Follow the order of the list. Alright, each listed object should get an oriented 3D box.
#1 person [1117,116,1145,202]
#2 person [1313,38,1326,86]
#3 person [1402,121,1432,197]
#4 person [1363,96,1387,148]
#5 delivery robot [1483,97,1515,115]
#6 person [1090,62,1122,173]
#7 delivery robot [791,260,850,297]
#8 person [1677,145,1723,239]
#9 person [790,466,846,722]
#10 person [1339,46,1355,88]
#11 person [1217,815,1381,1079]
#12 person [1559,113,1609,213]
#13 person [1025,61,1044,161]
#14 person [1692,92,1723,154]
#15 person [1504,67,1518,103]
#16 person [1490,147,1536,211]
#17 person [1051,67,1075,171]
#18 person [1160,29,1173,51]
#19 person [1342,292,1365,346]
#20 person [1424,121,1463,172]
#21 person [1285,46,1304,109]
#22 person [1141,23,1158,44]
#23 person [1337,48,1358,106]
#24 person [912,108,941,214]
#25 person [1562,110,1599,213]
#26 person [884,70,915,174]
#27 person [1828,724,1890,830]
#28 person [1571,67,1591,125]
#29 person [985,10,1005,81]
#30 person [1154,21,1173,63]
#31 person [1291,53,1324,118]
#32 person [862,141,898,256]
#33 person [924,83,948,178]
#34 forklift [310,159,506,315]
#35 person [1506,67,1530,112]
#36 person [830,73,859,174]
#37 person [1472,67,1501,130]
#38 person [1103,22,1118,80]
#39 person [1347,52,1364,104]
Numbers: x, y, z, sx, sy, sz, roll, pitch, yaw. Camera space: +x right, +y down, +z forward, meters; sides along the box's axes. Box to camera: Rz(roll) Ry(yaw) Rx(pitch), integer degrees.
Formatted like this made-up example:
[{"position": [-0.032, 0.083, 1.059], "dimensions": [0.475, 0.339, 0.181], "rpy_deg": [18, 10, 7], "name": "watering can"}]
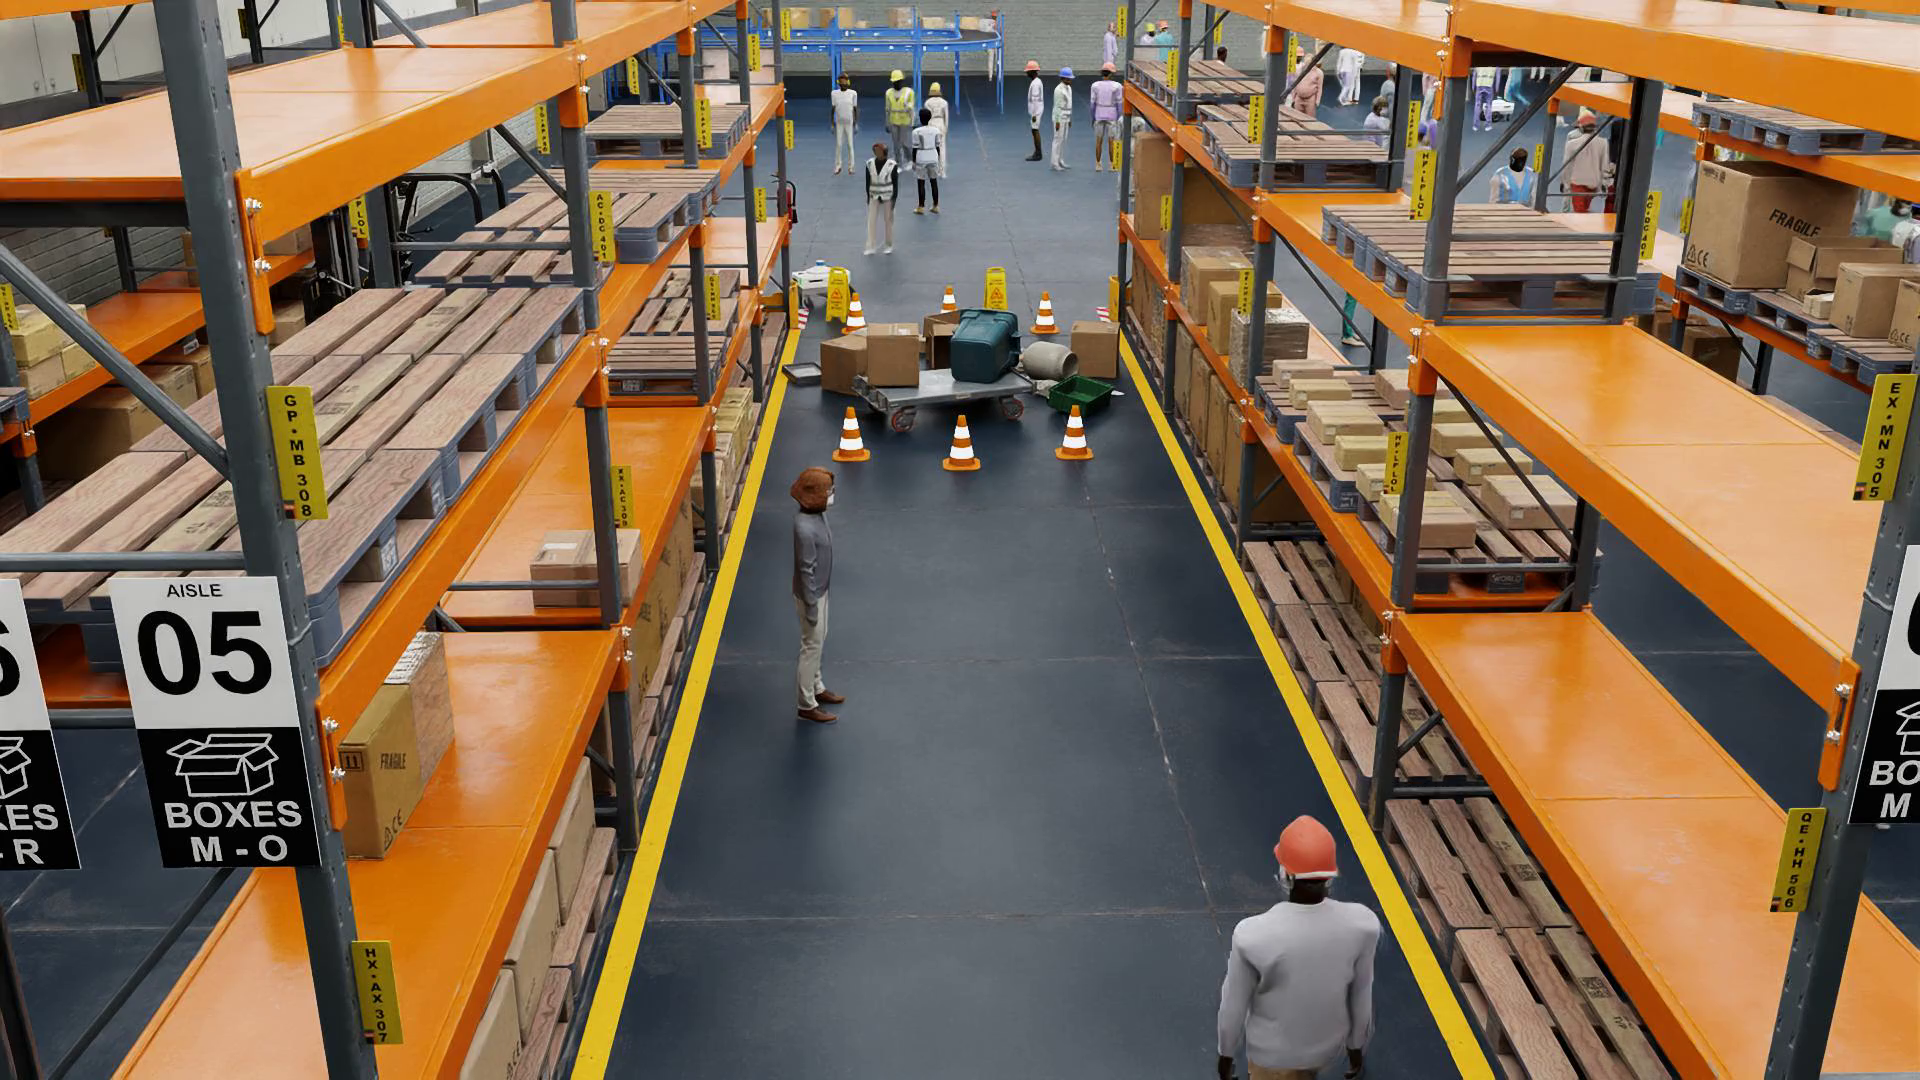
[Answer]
[{"position": [2.923, -6.659, 28.389], "dimensions": [0.489, 1.731, 0.320], "rpy_deg": [8, 22, 21], "name": "person"}, {"position": [10.174, -13.790, 46.960], "dimensions": [0.382, 1.929, 0.541], "rpy_deg": [13, 24, 30], "name": "person"}, {"position": [6.376, -4.952, 23.607], "dimensions": [0.634, 1.921, 0.639], "rpy_deg": [13, 25, 32], "name": "person"}, {"position": [6.632, -6.148, 26.755], "dimensions": [0.370, 1.934, 0.627], "rpy_deg": [7, 22, 19], "name": "person"}, {"position": [12.731, -10.216, 39.293], "dimensions": [0.707, 0.478, 0.477], "rpy_deg": [-7, 22, -18], "name": "delivery robot"}, {"position": [2.772, -8.003, 31.521], "dimensions": [0.609, 2.031, 0.409], "rpy_deg": [7, 22, 17], "name": "person"}, {"position": [-1.754, -3.279, 20.957], "dimensions": [0.707, 0.478, 0.477], "rpy_deg": [-9, 23, -22], "name": "delivery robot"}, {"position": [10.027, -4.458, 22.505], "dimensions": [0.954, 1.784, 0.605], "rpy_deg": [5, 21, 12], "name": "person"}, {"position": [-0.871, 0.325, 10.078], "dimensions": [0.293, 1.623, 0.507], "rpy_deg": [1, 21, 3], "name": "person"}, {"position": [10.951, -13.713, 46.828], "dimensions": [0.613, 1.889, 0.837], "rpy_deg": [-12, 24, -29], "name": "person"}, {"position": [1.222, 1.812, 6.007], "dimensions": [0.569, 1.726, 0.805], "rpy_deg": [-5, 21, -13], "name": "person"}, {"position": [9.119, -5.252, 24.383], "dimensions": [0.626, 1.928, 1.042], "rpy_deg": [1, 21, 3], "name": "person"}, {"position": [1.460, -8.498, 32.970], "dimensions": [0.392, 1.928, 0.552], "rpy_deg": [1, 21, 4], "name": "person"}, {"position": [15.283, -8.781, 33.781], "dimensions": [0.339, 1.882, 0.584], "rpy_deg": [-10, 23, -25], "name": "person"}, {"position": [14.348, -12.282, 43.051], "dimensions": [0.328, 1.876, 0.513], "rpy_deg": [1, 21, 2], "name": "person"}, {"position": [7.225, -4.217, 21.797], "dimensions": [0.619, 1.835, 0.431], "rpy_deg": [-4, 21, -10], "name": "person"}, {"position": [1.968, -8.015, 31.701], "dimensions": [0.436, 1.933, 0.628], "rpy_deg": [8, 22, 21], "name": "person"}, {"position": [5.619, -13.369, 46.094], "dimensions": [0.564, 1.748, 0.339], "rpy_deg": [2, 21, 5], "name": "person"}, {"position": [4.558, -3.112, 18.960], "dimensions": [0.316, 1.769, 0.523], "rpy_deg": [6, 21, 14], "name": "person"}, {"position": [7.767, -6.053, 26.689], "dimensions": [0.573, 1.805, 0.890], "rpy_deg": [-5, 21, -13], "name": "person"}, {"position": [7.348, -9.810, 36.426], "dimensions": [0.547, 1.938, 0.377], "rpy_deg": [-7, 22, -17], "name": "person"}, {"position": [5.175, -13.032, 45.052], "dimensions": [0.641, 1.854, 1.023], "rpy_deg": [-3, 21, -8], "name": "person"}, {"position": [9.780, -11.864, 42.125], "dimensions": [0.540, 1.736, 0.642], "rpy_deg": [19, 28, 40], "name": "person"}, {"position": [-0.552, -6.190, 27.204], "dimensions": [0.536, 1.693, 0.320], "rpy_deg": [-12, 24, -29], "name": "person"}, {"position": [9.871, -5.949, 26.493], "dimensions": [0.492, 1.742, 0.316], "rpy_deg": [11, 23, 26], "name": "person"}, {"position": [-1.142, -7.870, 31.331], "dimensions": [0.625, 1.909, 0.414], "rpy_deg": [7, 22, 19], "name": "person"}, {"position": [4.904, 0.761, 8.917], "dimensions": [0.553, 1.612, 0.640], "rpy_deg": [3, 21, 9], "name": "person"}, {"position": [14.468, -10.476, 38.626], "dimensions": [0.291, 1.625, 0.507], "rpy_deg": [12, 24, 29], "name": "person"}, {"position": [1.019, -14.456, 48.624], "dimensions": [0.609, 1.996, 0.383], "rpy_deg": [3, 21, 8], "name": "person"}, {"position": [5.340, -12.675, 43.921], "dimensions": [0.609, 1.995, 0.375], "rpy_deg": [-14, 25, -32], "name": "person"}, {"position": [7.271, -9.246, 34.979], "dimensions": [0.639, 1.910, 0.406], "rpy_deg": [11, 23, 27], "name": "person"}, {"position": [-1.156, -4.857, 23.782], "dimensions": [0.527, 1.611, 0.746], "rpy_deg": [7, 22, 18], "name": "person"}, {"position": [-0.462, -7.675, 31.136], "dimensions": [0.513, 1.678, 0.863], "rpy_deg": [-7, 22, -18], "name": "person"}, {"position": [-5.622, -2.910, 17.832], "dimensions": [2.313, 2.155, 1.214], "rpy_deg": [-1, 21, -1], "name": "forklift"}, {"position": [13.567, -11.186, 40.517], "dimensions": [0.626, 1.611, 0.505], "rpy_deg": [14, 25, 33], "name": "person"}, {"position": [-2.174, -7.821, 31.266], "dimensions": [0.534, 1.868, 0.310], "rpy_deg": [1, 21, 2], "name": "person"}, {"position": [11.868, -10.233, 37.591], "dimensions": [0.606, 1.909, 0.405], "rpy_deg": [10, 23, 24], "name": "person"}, {"position": [4.060, -12.990, 44.897], "dimensions": [0.394, 1.899, 0.641], "rpy_deg": [1, 21, 4], "name": "person"}, {"position": [10.111, -12.157, 42.709], "dimensions": [0.573, 1.883, 0.356], "rpy_deg": [-11, 23, -27], "name": "person"}]
